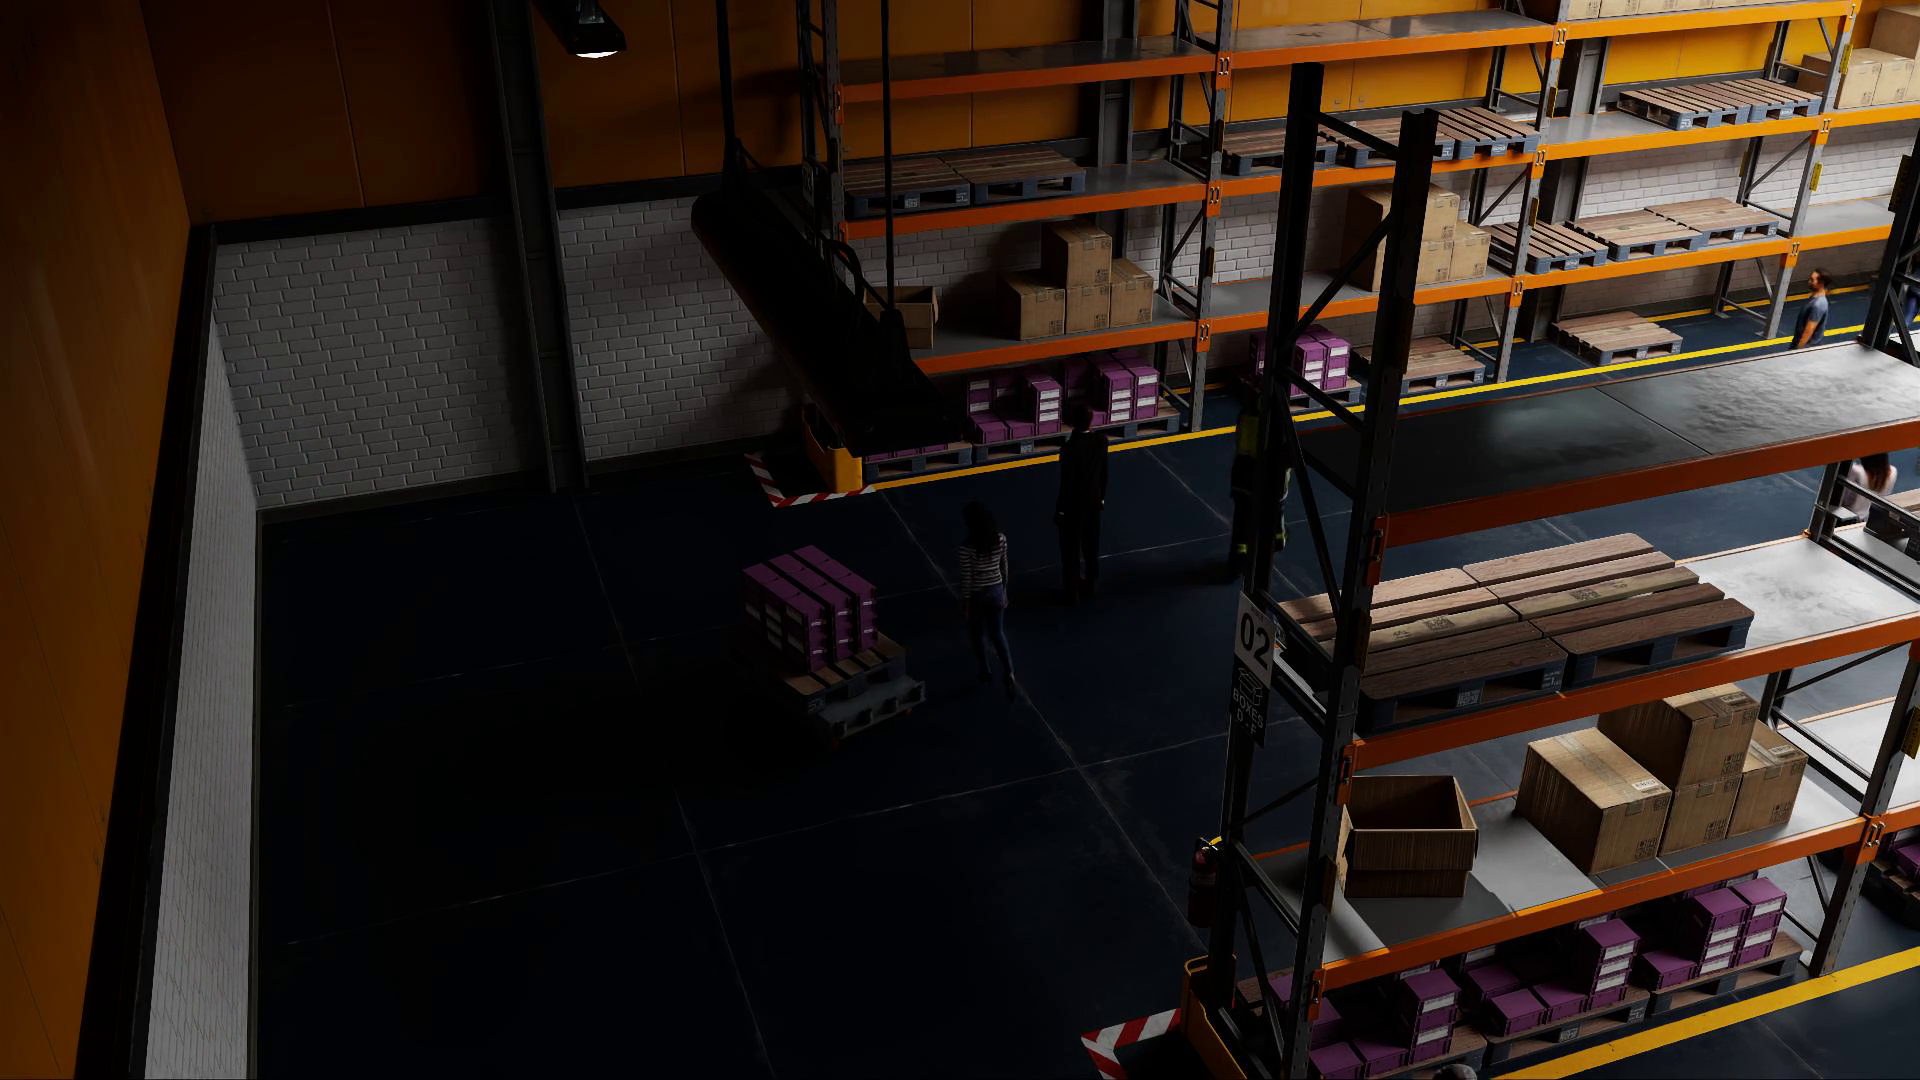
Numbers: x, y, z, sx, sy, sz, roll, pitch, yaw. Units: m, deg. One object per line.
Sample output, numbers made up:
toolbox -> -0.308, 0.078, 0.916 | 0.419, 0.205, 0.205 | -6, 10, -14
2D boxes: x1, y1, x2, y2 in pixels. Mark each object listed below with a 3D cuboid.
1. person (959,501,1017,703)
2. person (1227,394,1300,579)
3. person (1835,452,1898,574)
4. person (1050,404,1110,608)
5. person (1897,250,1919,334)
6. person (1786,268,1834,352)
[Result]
person -> 0.231, 0.547, 13.301 | 0.930, 1.764, 0.719 | -12, 31, -20
person -> 2.693, -0.558, 15.151 | 1.217, 1.931, 1.341 | 17, 33, 28
person -> 7.914, -0.167, 14.701 | 0.619, 1.676, 0.791 | -4, 29, -7
person -> 1.068, -0.327, 14.756 | 0.642, 1.904, 0.812 | -18, 33, -30
person -> 11.457, -2.962, 19.902 | 0.662, 1.602, 0.615 | -13, 31, -22
person -> 9.269, -2.047, 18.048 | 1.248, 1.771, 1.072 | 7, 29, 13
